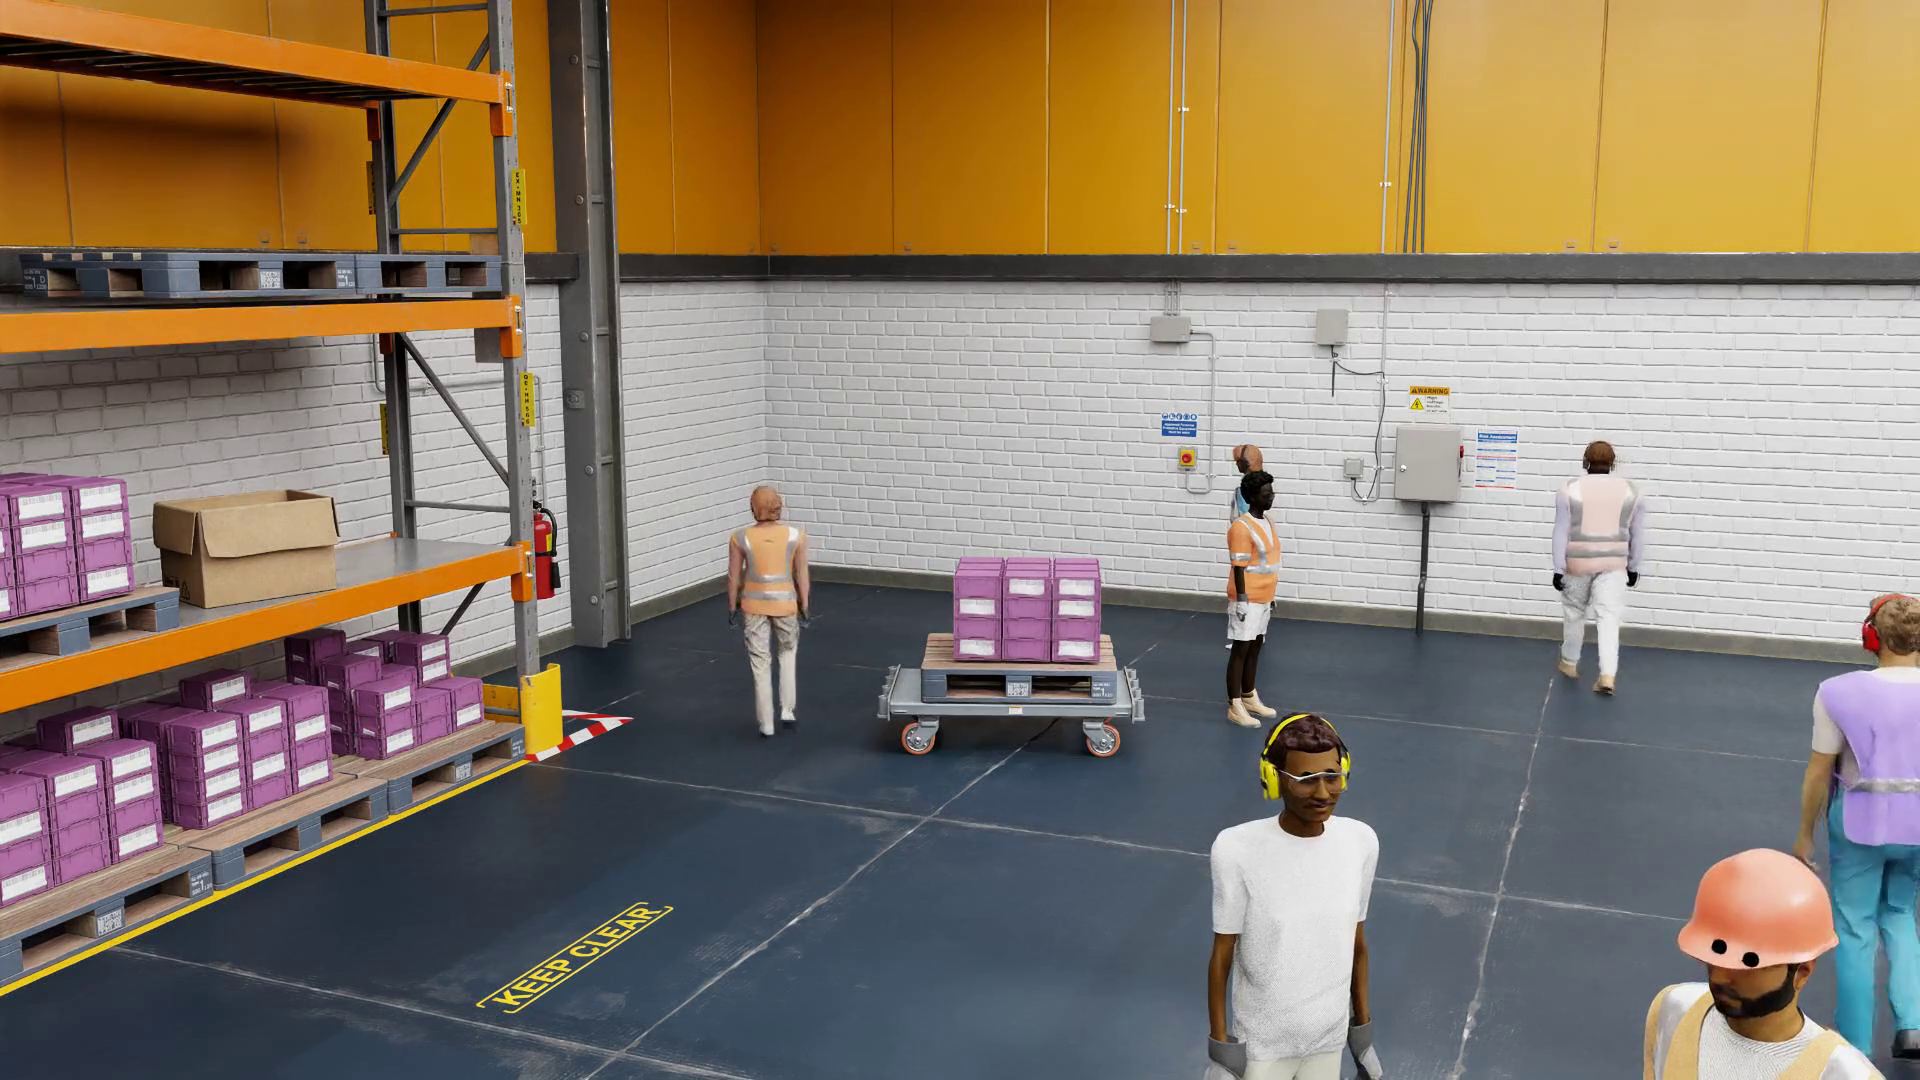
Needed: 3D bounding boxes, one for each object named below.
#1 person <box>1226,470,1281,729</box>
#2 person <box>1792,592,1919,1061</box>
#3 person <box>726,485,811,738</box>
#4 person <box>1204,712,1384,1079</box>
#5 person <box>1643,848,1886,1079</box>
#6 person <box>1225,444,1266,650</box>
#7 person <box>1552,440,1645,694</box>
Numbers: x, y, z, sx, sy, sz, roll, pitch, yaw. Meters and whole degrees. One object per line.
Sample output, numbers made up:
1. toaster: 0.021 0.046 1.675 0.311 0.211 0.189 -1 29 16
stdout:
1. person: 1.944 0.381 11.018 0.319 1.697 0.532 6 11 32
2. person: 3.445 1.107 6.227 0.562 1.831 0.441 0 9 3
3. person: -1.248 0.451 10.796 0.538 1.618 0.543 -2 10 -11
4. person: 0.906 1.371 4.486 0.521 1.873 0.328 -3 10 -17
5. person: 1.516 1.536 3.287 0.355 1.938 0.544 -5 11 -29
6. person: 2.283 0.059 13.147 0.310 1.636 0.522 5 11 27
7. person: 4.576 0.179 11.950 0.641 1.799 0.964 2 9 9
